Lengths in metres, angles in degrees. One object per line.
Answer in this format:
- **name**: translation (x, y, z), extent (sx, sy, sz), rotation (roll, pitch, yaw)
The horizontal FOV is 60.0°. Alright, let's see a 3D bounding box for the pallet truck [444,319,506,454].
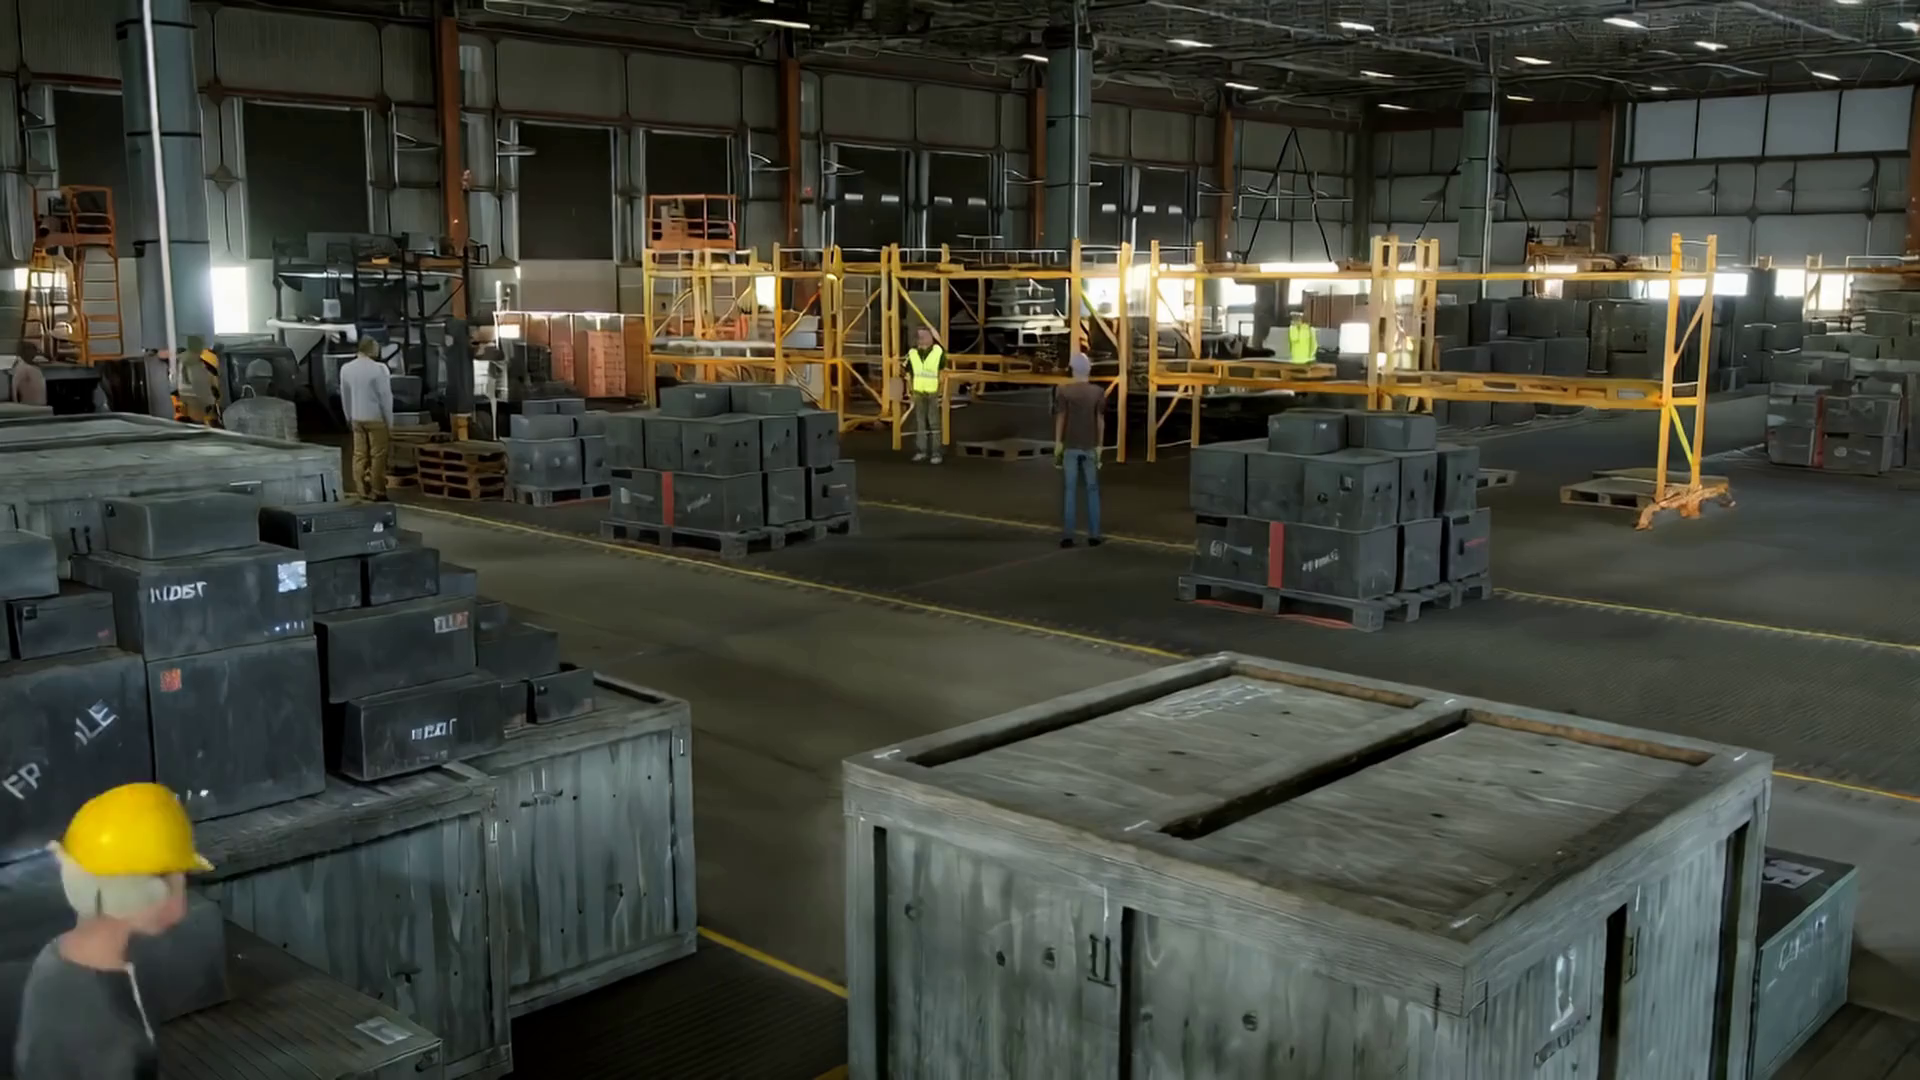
- **pallet truck**: translation (-6.981, -1.942, 22.150), extent (1.885, 1.965, 0.823), rotation (1, 9, 9)

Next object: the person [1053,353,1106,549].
- **person**: translation (1.140, -0.838, 15.799), extent (0.507, 1.865, 0.329), rotation (-1, 9, -9)

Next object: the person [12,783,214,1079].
- **person**: translation (-1.771, 1.315, 3.116), extent (0.970, 1.700, 0.544), rotation (-5, 10, -27)

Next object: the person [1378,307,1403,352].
- **person**: translation (9.922, -4.523, 38.388), extent (0.582, 1.865, 0.666), rotation (3, 10, 16)

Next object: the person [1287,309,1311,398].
- **person**: translation (6.999, -3.816, 34.174), extent (0.520, 1.833, 0.366), rotation (-5, 11, -28)

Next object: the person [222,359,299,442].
- **person**: translation (-5.753, -0.531, 13.750), extent (0.586, 1.918, 0.394), rotation (-1, 9, -8)

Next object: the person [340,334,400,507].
- **person**: translation (-6.552, -1.311, 18.462), extent (0.630, 1.940, 0.372), rotation (3, 10, 18)

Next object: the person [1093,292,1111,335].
- **person**: translation (4.388, -6.673, 51.376), extent (0.544, 1.930, 0.389), rotation (1, 9, 6)

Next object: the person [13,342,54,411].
- **person**: translation (-12.605, -1.870, 22.736), extent (0.856, 1.646, 0.556), rotation (0, 9, -1)

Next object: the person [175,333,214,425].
- **person**: translation (-9.926, -1.777, 21.666), extent (0.464, 1.823, 0.650), rotation (-8, 12, -41)

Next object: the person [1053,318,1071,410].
- **person**: translation (2.006, -3.319, 31.406), extent (0.486, 1.738, 0.321), rotation (0, 9, 2)

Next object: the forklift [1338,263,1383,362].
- **forklift**: translation (11.782, -6.481, 47.279), extent (1.873, 2.768, 1.129), rotation (3, 10, 16)

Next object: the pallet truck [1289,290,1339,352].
- **pallet truck**: translation (11.297, -6.951, 52.861), extent (1.885, 1.965, 0.823), rotation (-5, 11, -29)

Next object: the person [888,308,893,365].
- **person**: translation (-1.896, -5.314, 43.951), extent (0.314, 1.634, 0.516), rotation (2, 9, 12)

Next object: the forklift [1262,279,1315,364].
- **forklift**: translation (8.555, -6.090, 44.881), extent (1.873, 2.768, 1.129), rotation (9, 13, 43)

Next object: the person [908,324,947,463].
- **person**: translation (-0.447, -2.019, 22.910), extent (0.584, 1.911, 0.391), rotation (5, 10, 26)
